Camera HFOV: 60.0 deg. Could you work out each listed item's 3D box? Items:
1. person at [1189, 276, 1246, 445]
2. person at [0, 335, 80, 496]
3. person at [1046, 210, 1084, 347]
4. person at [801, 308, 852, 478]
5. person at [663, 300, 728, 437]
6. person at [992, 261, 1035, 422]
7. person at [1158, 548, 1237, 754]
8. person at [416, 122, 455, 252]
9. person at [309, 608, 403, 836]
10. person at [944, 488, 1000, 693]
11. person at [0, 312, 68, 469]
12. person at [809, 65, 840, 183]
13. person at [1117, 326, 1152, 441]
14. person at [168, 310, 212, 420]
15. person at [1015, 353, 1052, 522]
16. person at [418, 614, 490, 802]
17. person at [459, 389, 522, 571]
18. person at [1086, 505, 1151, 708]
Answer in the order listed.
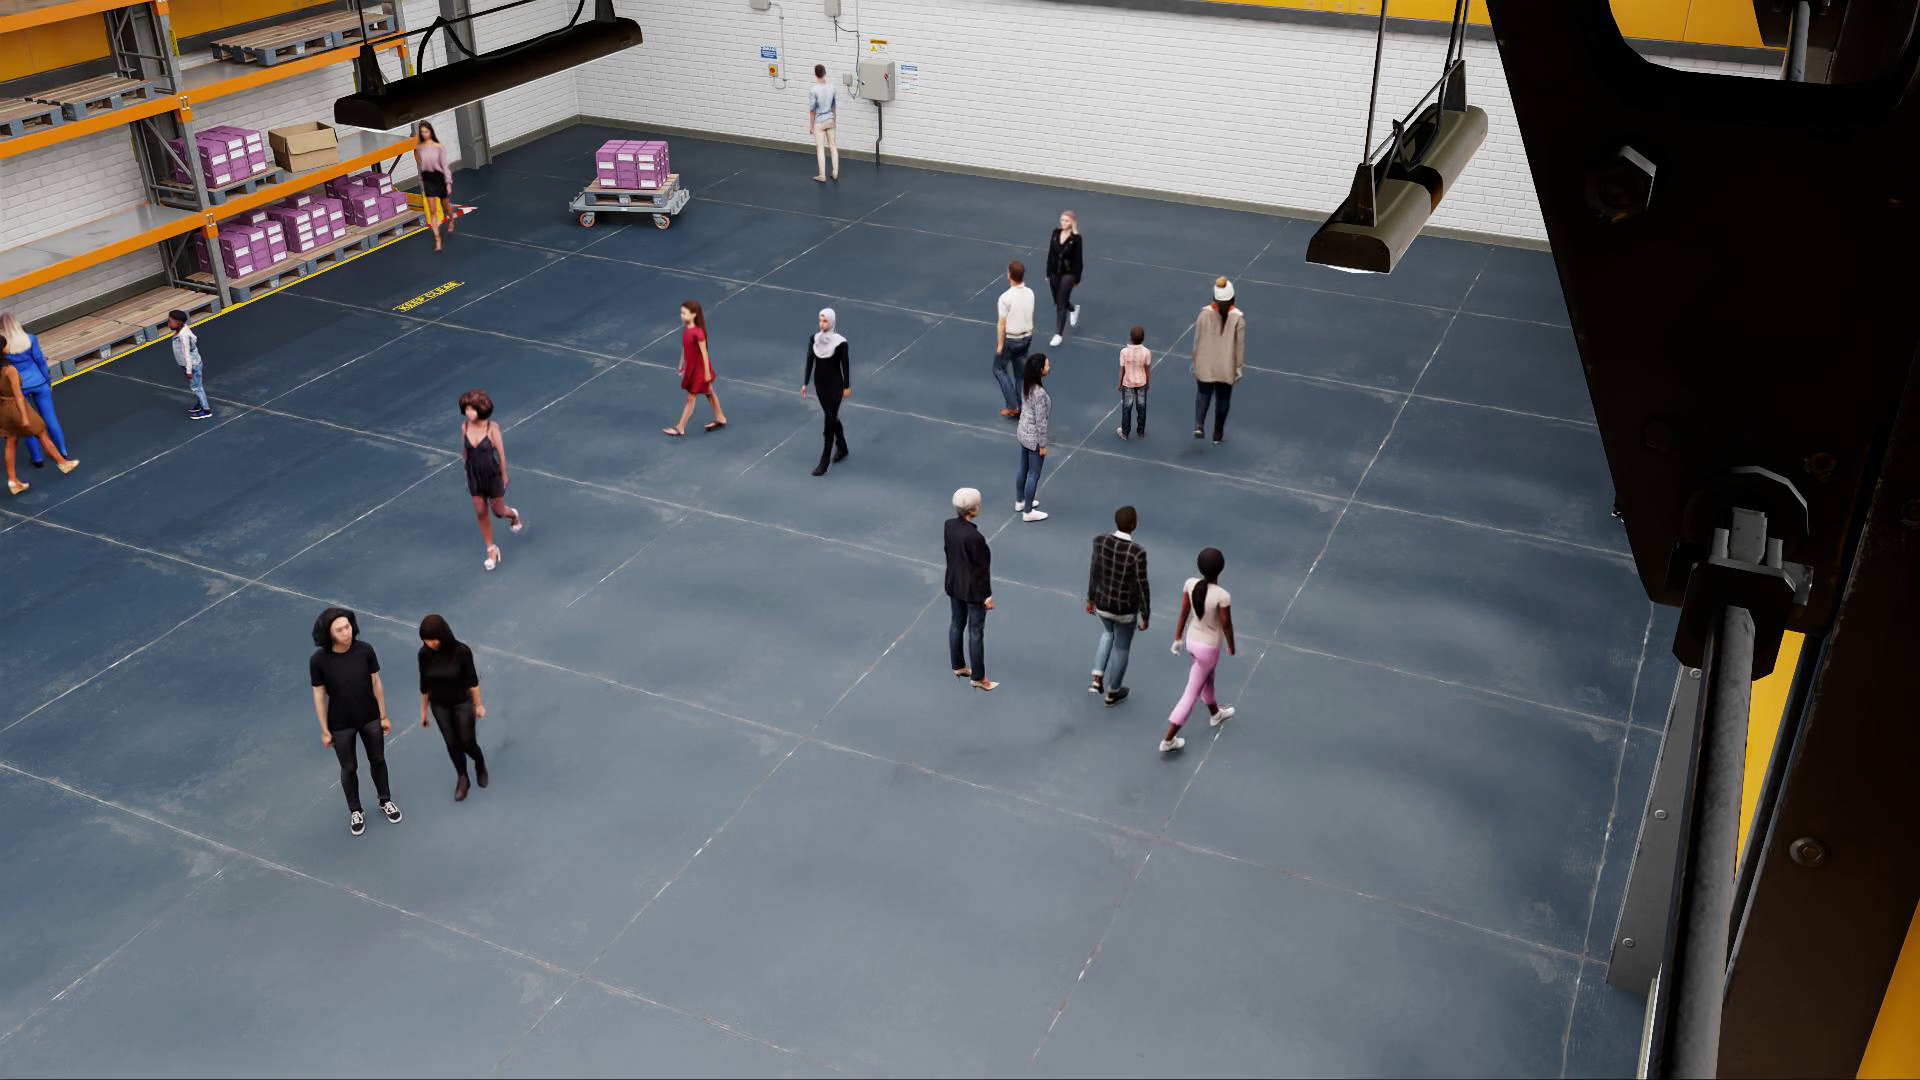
[{"bbox_3d":[2.719,-1.887,17.825,0.760,1.878,0.846,13,31,22],"label":"person"},{"bbox_3d":[-9.651,-1.238,16.871,0.579,1.654,0.948,13,31,22],"label":"person"},{"bbox_3d":[1.324,-3.279,20.603,0.732,1.663,1.073,19,34,30],"label":"person"},{"bbox_3d":[-1.324,-1.607,17.448,0.685,1.748,1.008,17,33,29],"label":"person"},{"bbox_3d":[-2.796,-1.901,18.230,1.062,1.516,0.897,-16,32,-27],"label":"person"},{"bbox_3d":[0.667,-2.146,18.340,0.744,1.840,0.848,-19,34,-31],"label":"person"},{"bbox_3d":[1.832,0.897,12.907,1.165,1.701,0.907,-21,35,-33],"label":"person"},{"bbox_3d":[-7.454,-5.081,23.786,0.932,1.777,1.176,-1,29,-1],"label":"person"},{"bbox_3d":[-4.399,1.274,12.073,0.669,1.838,0.773,-15,32,-26],"label":"person"},{"bbox_3d":[0.103,0.396,13.260,0.760,1.784,0.834,-19,34,-30],"label":"person"},{"bbox_3d":[-9.777,-1.581,17.450,0.651,1.701,0.760,-18,34,-30],"label":"person"},{"bbox_3d":[-2.179,-6.684,26.653,0.690,1.847,0.797,-17,33,-28],"label":"person"},{"bbox_3d":[1.899,-1.716,18.108,0.574,1.308,0.603,-2,29,-4],"label":"person"},{"bbox_3d":[-8.644,-1.997,18.675,0.608,1.258,0.557,-14,31,-23],"label":"person"},{"bbox_3d":[0.714,-1.029,16.409,0.742,1.729,0.682,-10,30,-18],"label":"person"},{"bbox_3d":[-3.775,1.188,12.456,0.702,1.622,0.750,1,29,1],"label":"person"},{"bbox_3d":[-4.409,-0.602,15.580,0.700,1.773,0.922,4,29,8],"label":"person"},{"bbox_3d":[1.208,0.574,13.387,0.769,1.808,0.775,20,34,32],"label":"person"}]
